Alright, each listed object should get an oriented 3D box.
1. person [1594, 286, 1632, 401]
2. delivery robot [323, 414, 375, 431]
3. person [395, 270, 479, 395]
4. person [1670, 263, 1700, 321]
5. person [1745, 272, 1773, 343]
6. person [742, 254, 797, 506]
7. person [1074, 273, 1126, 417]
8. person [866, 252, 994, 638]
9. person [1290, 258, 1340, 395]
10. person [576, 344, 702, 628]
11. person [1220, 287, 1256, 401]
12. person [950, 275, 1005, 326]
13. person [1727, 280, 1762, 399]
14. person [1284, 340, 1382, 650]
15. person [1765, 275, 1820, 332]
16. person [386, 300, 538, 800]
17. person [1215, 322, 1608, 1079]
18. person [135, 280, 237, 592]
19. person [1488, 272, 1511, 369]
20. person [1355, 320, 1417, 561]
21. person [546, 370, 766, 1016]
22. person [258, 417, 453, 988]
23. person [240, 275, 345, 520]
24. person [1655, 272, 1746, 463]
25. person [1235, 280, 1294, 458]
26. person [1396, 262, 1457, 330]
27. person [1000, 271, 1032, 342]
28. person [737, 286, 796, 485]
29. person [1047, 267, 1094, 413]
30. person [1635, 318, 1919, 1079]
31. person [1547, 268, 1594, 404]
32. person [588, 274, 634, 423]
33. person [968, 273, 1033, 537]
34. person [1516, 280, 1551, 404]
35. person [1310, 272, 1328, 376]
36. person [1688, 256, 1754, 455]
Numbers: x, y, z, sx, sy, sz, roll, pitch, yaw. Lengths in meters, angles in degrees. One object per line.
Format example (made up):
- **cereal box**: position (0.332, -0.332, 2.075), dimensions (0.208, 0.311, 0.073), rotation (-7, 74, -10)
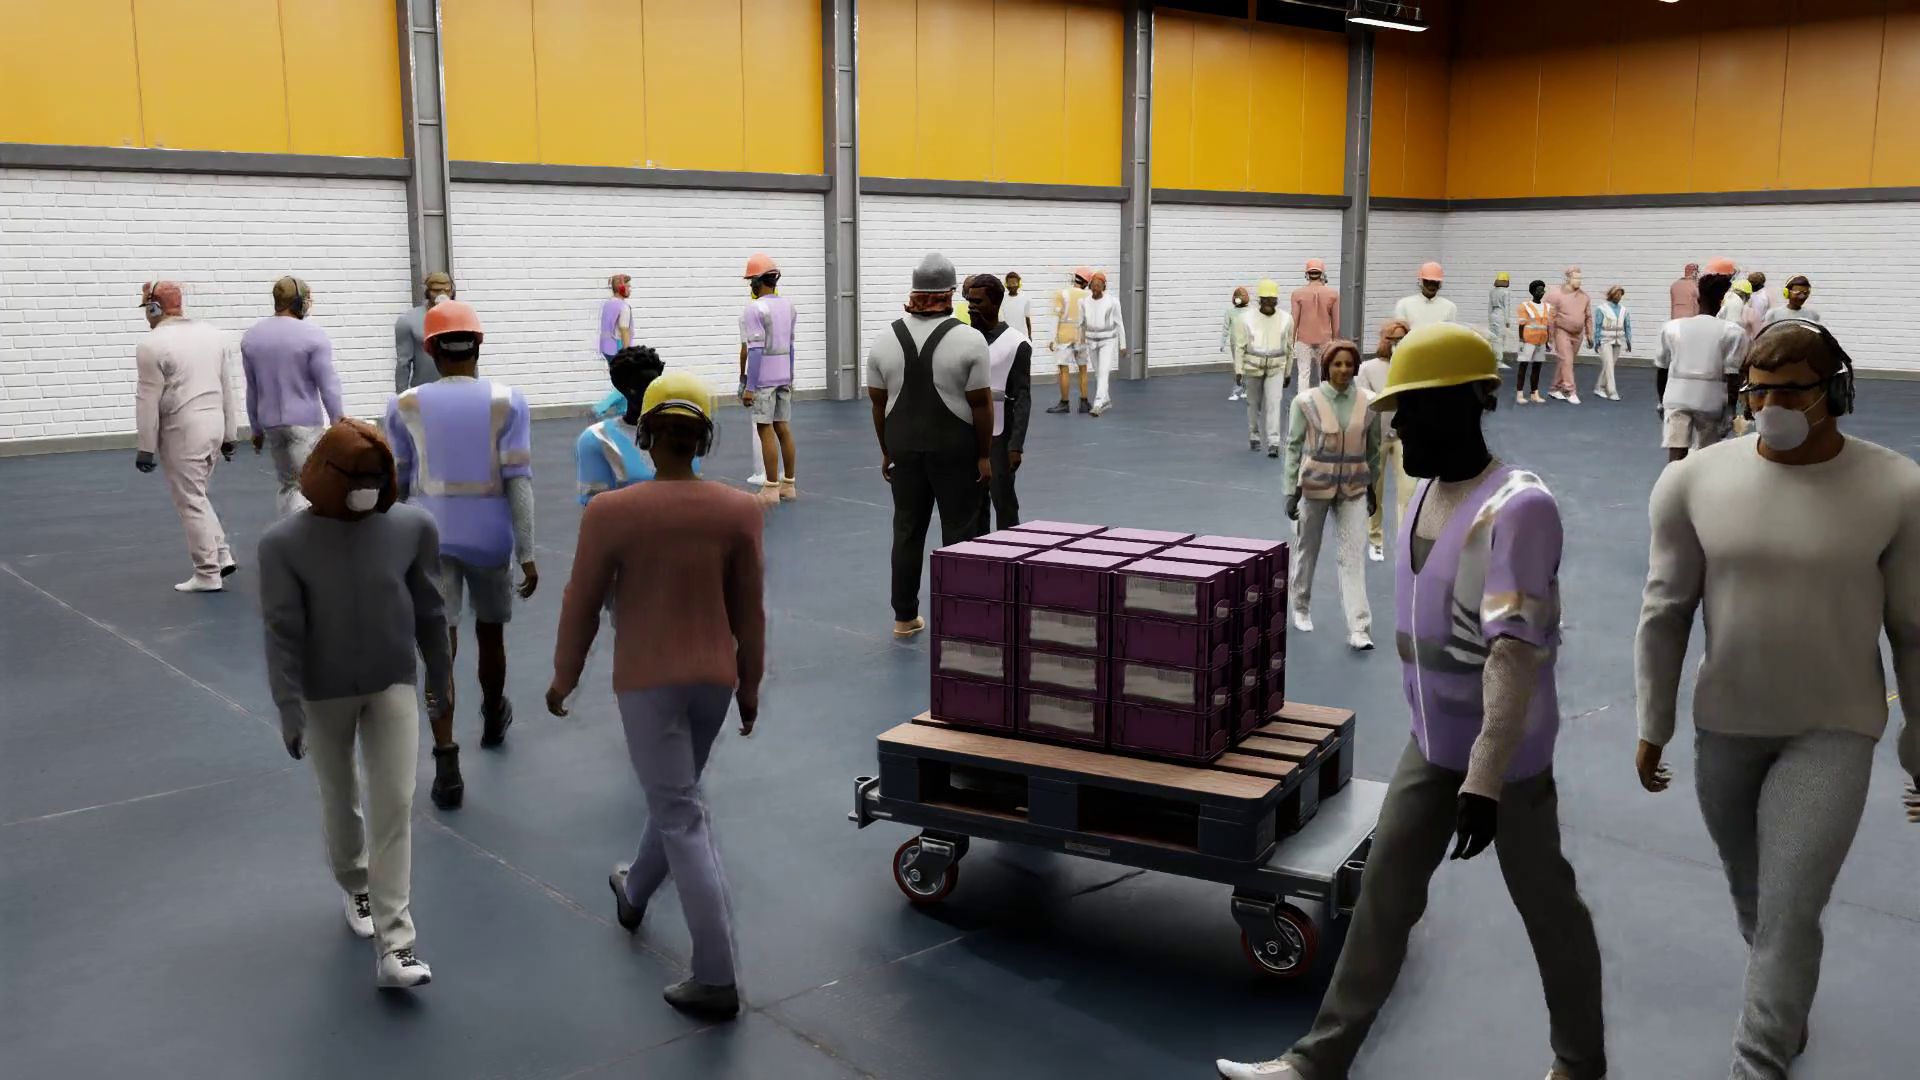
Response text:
- **person**: position (9.232, -2.786, 23.544), dimensions (0.525, 1.601, 0.779), rotation (-3, 10, -15)
- **delivery robot**: position (-6.024, -1.035, 16.071), dimensions (0.477, 0.478, 0.707), rotation (7, 12, 37)
- **person**: position (-3.995, -1.094, 12.712), dimensions (0.651, 1.920, 0.621), rotation (-5, 11, -29)
- **person**: position (12.333, -3.730, 28.197), dimensions (0.404, 1.900, 0.638), rotation (-5, 11, -26)
- **person**: position (11.217, -2.860, 23.411), dimensions (0.433, 1.812, 0.764), rotation (6, 12, 33)
- **person**: position (-1.583, -1.300, 13.554), dimensions (0.395, 2.038, 0.614), rotation (5, 11, 28)
- **person**: position (1.773, -2.493, 21.251), dimensions (0.630, 1.817, 1.066), rotation (5, 11, 27)
- **person**: position (-0.113, -0.483, 8.766), dimensions (0.683, 2.000, 0.537), rotation (4, 10, 22)
- **person**: position (4.355, -2.462, 20.496), dimensions (0.619, 1.990, 0.395), rotation (0, 10, 1)
- **person**: position (-1.268, 0.058, 6.651), dimensions (0.545, 1.680, 0.567), rotation (-6, 12, -33)
- **person**: position (3.988, -2.789, 23.584), dimensions (0.513, 1.592, 0.844), rotation (7, 12, 34)
- **person**: position (0.136, -1.571, 15.759), dimensions (0.635, 1.844, 0.429), rotation (1, 10, 7)
- **person**: position (9.142, -2.164, 19.497), dimensions (0.786, 1.737, 0.525), rotation (-7, 12, -34)
- **person**: position (1.947, -0.246, 8.700), dimensions (0.543, 1.589, 0.881), rotation (-1, 10, -3)
- **person**: position (7.795, -1.565, 15.670), dimensions (0.536, 1.852, 0.393), rotation (1, 10, 6)
- **person**: position (-1.945, 0.008, 6.471), dimensions (0.569, 1.852, 1.089), rotation (-2, 10, -12)
- **person**: position (1.115, 0.458, 3.753), dimensions (0.980, 1.862, 0.700), rotation (-3, 10, -16)
- **person**: position (-4.657, -0.608, 9.973), dimensions (0.461, 1.885, 0.645), rotation (2, 10, 10)
- **person**: position (9.752, -3.967, 30.032), dimensions (0.324, 1.742, 0.492), rotation (-4, 11, -24)
- **person**: position (2.809, -0.617, 10.831), dimensions (0.508, 1.607, 0.744), rotation (1, 10, 5)
- **person**: position (-0.831, 0.390, 4.634), dimensions (0.542, 1.698, 0.934), rotation (-8, 12, -39)
- **person**: position (-1.675, 0.438, 4.693), dimensions (0.513, 1.578, 0.848), rotation (-5, 11, -26)
- **person**: position (-4.234, -0.706, 10.504), dimensions (0.669, 1.918, 0.818), rotation (2, 10, 12)
- **person**: position (5.407, -0.999, 12.205), dimensions (0.606, 1.899, 1.044), rotation (5, 11, 29)
- **person**: position (3.105, -1.752, 16.981), dimensions (0.601, 1.786, 0.951), rotation (1, 10, 6)
- **person**: position (4.636, -1.799, 16.661), dimensions (0.617, 1.970, 0.760), rotation (1, 10, 8)
- **person**: position (0.712, -2.698, 22.366), dimensions (0.538, 1.837, 0.825), rotation (2, 10, 11)
- **person**: position (-1.716, -1.418, 14.763), dimensions (0.532, 1.863, 0.309), rotation (-4, 10, -21)
- **person**: position (1.425, -2.566, 21.462), dimensions (0.671, 1.884, 0.368), rotation (-3, 10, -15)
- **person**: position (1.943, 0.422, 3.908), dimensions (0.644, 1.898, 0.988), rotation (7, 12, 37)
- **person**: position (8.503, -2.841, 23.187), dimensions (0.659, 1.879, 0.935), rotation (-3, 10, -17)
- **person**: position (-3.911, -2.092, 18.827), dimensions (0.601, 1.829, 0.564), rotation (-7, 12, -34)
- **person**: position (0.175, -0.602, 9.817), dimensions (0.390, 1.920, 0.588), rotation (-9, 13, -43)
- **person**: position (7.865, -2.707, 22.790), dimensions (0.532, 1.697, 0.320), rotation (-4, 10, -20)
- **person**: position (5.903, -3.550, 27.442), dimensions (0.559, 1.809, 0.847), rotation (0, 10, -1)
- **person**: position (7.640, -1.826, 16.684), dimensions (0.733, 2.025, 0.621), rotation (-1, 10, -3)
